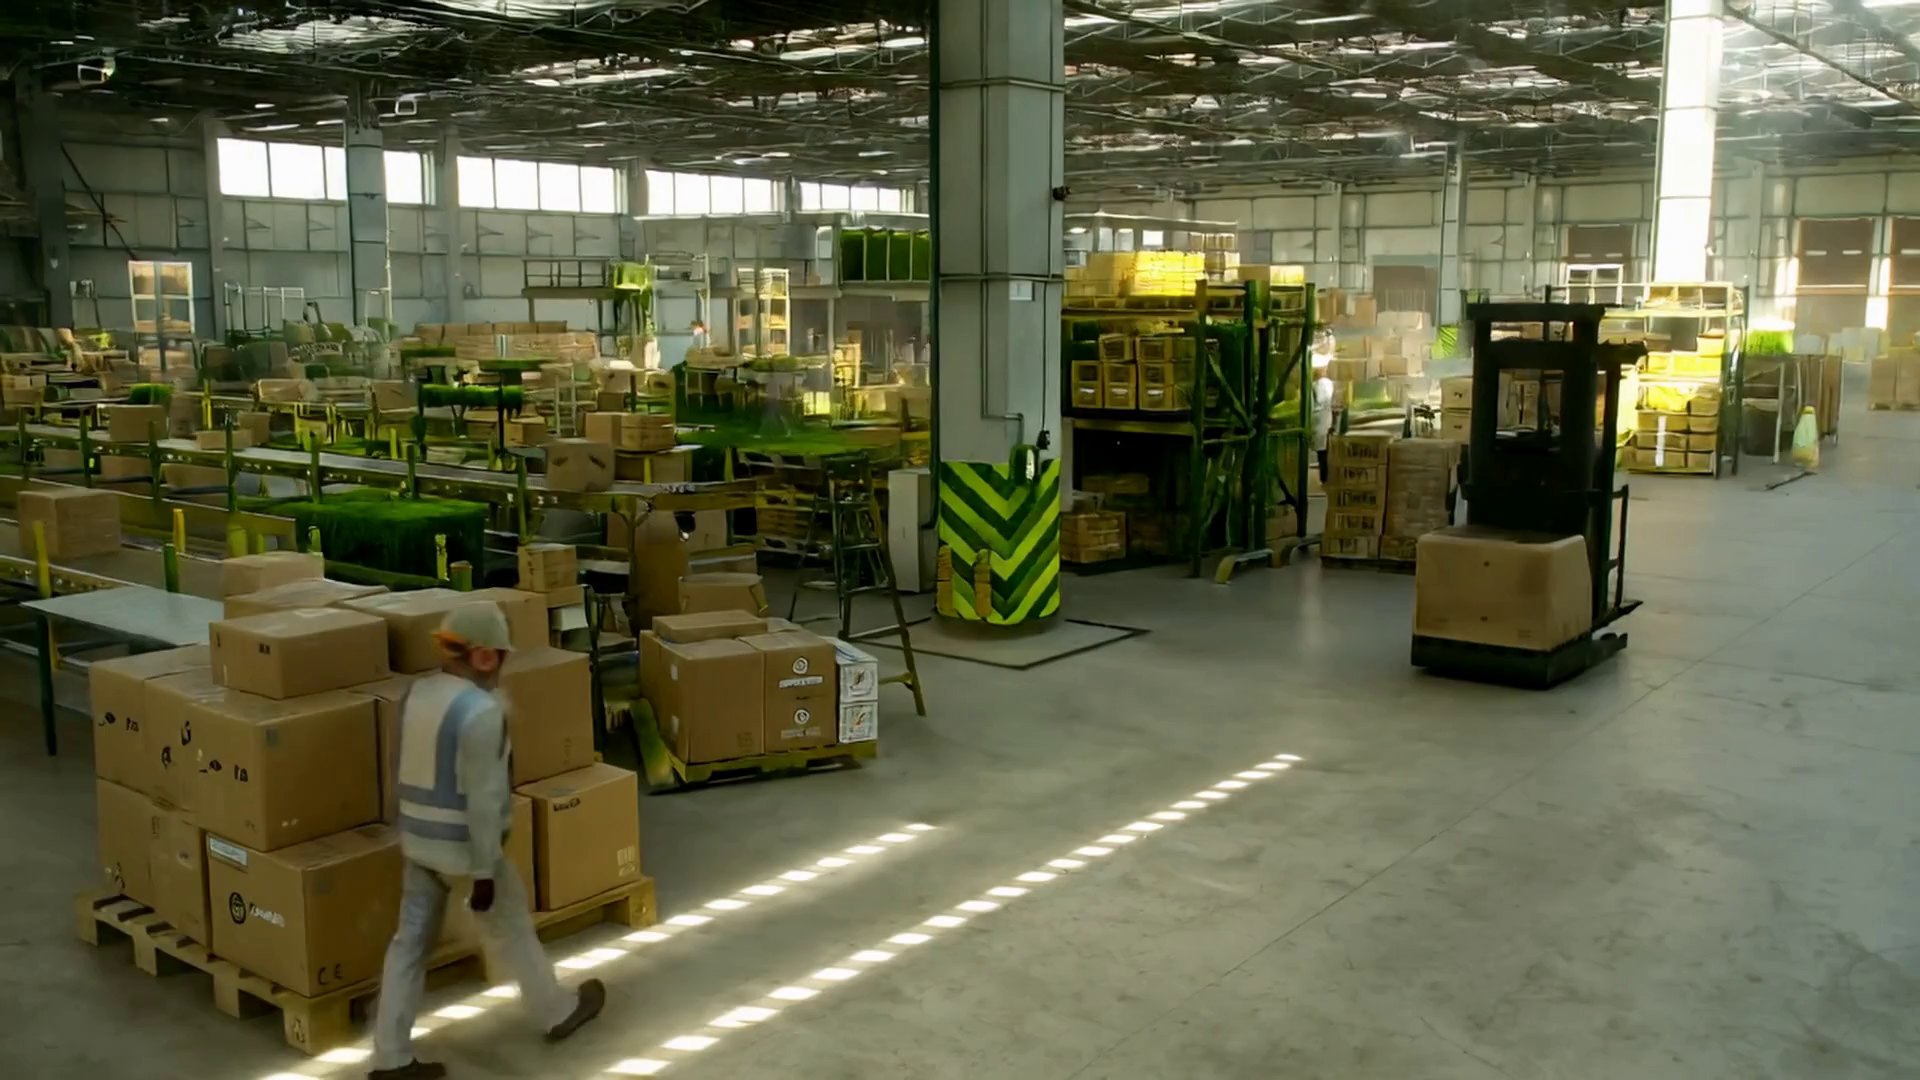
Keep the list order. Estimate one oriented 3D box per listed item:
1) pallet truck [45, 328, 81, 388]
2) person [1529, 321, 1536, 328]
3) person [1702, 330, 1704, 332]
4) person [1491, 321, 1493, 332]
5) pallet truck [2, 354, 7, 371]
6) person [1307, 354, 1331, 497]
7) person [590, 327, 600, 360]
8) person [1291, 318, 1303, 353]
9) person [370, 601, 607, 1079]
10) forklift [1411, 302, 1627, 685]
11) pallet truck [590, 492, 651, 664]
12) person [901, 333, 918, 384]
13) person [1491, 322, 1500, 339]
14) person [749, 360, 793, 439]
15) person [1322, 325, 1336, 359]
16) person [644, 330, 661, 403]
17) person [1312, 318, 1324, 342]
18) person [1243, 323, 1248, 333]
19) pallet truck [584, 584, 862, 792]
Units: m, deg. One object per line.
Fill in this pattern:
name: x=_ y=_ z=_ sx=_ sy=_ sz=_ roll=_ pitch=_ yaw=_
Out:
pallet truck: x=-23.775 y=-4.544 z=43.495 sx=1.885 sy=1.965 sz=0.823 roll=6 pitch=10 yaw=35
person: x=27.186 y=-9.730 z=78.964 sx=0.563 sy=1.848 sz=0.392 roll=-4 pitch=9 yaw=-25
person: x=24.641 y=-6.392 z=55.807 sx=0.536 sy=2.000 sz=0.683 roll=-2 pitch=9 yaw=-13
person: x=20.024 y=-7.366 z=62.900 sx=0.356 sy=1.885 sz=0.574 roll=-3 pitch=9 yaw=-22
pallet truck: x=-24.881 y=-4.417 z=42.634 sx=1.885 sy=1.965 sz=0.823 roll=8 pitch=11 yaw=41
person: x=5.086 y=-1.631 z=23.703 sx=0.390 sy=2.041 sz=0.614 roll=2 pitch=9 yaw=14
person: x=-12.427 y=-6.366 z=56.629 sx=0.299 sy=1.745 sz=0.483 roll=-1 pitch=8 yaw=-4
person: x=16.121 y=-9.804 z=79.648 sx=0.610 sy=1.786 sz=0.971 roll=1 pitch=8 yaw=7
person: x=-1.802 y=1.110 z=6.161 sx=0.617 sy=1.758 sz=0.958 roll=7 pitch=11 yaw=40
forklift: x=4.379 y=-0.438 z=12.852 sx=1.129 sy=2.768 sz=1.873 roll=7 pitch=11 yaw=37
pallet truck: x=-3.115 y=0.344 z=12.883 sx=0.653 sy=1.274 sz=1.630 roll=7 pitch=11 yaw=37
person: x=-1.523 y=-5.007 z=47.355 sx=0.840 sy=1.787 sz=0.605 roll=4 pitch=9 yaw=26
person: x=19.384 y=-7.024 z=60.700 sx=0.889 sy=1.846 sz=0.601 roll=0 pitch=8 yaw=-1
person: x=-3.729 y=-2.789 z=33.044 sx=0.876 sy=1.587 sz=0.513 roll=-4 pitch=9 yaw=-24
person: x=11.446 y=-5.725 z=51.748 sx=0.548 sy=1.916 sz=0.796 roll=-5 pitch=10 yaw=-31
person: x=-8.038 y=-4.545 z=43.733 sx=0.543 sy=1.928 sz=0.373 roll=7 pitch=11 yaw=40
person: x=14.876 y=-8.322 z=69.401 sx=0.611 sy=1.865 sz=0.998 roll=5 pitch=10 yaw=30
person: x=10.444 y=-7.077 z=60.911 sx=0.557 sy=1.891 sz=0.644 roll=7 pitch=11 yaw=37
pallet truck: x=-1.426 y=0.805 z=10.019 sx=1.601 sy=1.201 sz=0.680 roll=-4 pitch=9 yaw=-26
